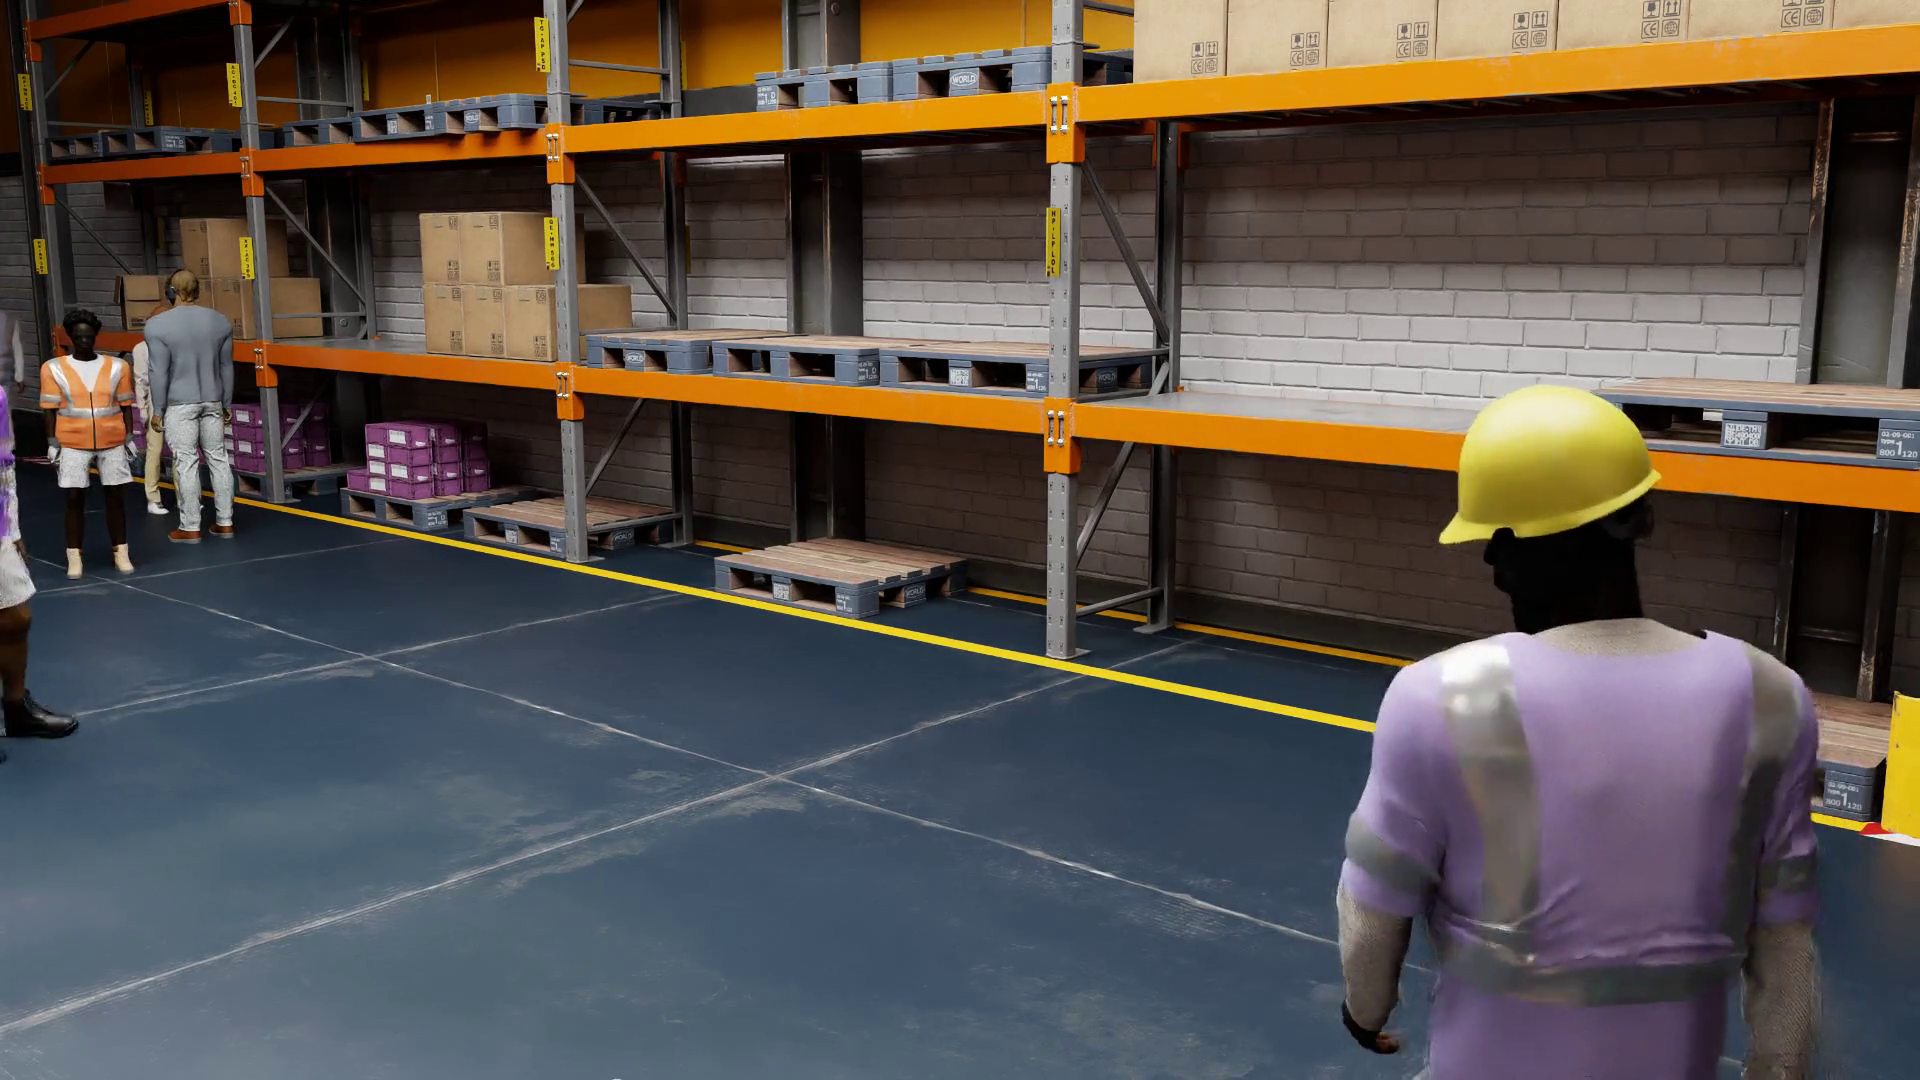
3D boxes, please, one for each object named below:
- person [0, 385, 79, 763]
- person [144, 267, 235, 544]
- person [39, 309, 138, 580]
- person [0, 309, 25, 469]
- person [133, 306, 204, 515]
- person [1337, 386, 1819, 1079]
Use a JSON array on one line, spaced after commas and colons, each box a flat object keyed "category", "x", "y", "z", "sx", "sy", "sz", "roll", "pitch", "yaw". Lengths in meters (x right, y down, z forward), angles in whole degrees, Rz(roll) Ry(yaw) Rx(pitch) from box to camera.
[{"category": "person", "x": -3.936, "y": -0.019, "z": 6.630, "sx": 0.442, "sy": 1.885, "sz": 0.675, "roll": 3, "pitch": 11, "yaw": 19}, {"category": "person", "x": -5.420, "y": -0.944, "z": 11.744, "sx": 0.372, "sy": 1.940, "sz": 0.632, "roll": 7, "pitch": 12, "yaw": 34}, {"category": "person", "x": -5.477, "y": -0.603, "z": 10.489, "sx": 0.540, "sy": 1.696, "sz": 0.317, "roll": -7, "pitch": 12, "yaw": -34}, {"category": "person", "x": -8.903, "y": -1.496, "z": 15.213, "sx": 0.426, "sy": 1.821, "sz": 0.617, "roll": 9, "pitch": 13, "yaw": 40}, {"category": "person", "x": -6.216, "y": -1.016, "z": 13.061, "sx": 0.284, "sy": 1.628, "sz": 0.502, "roll": 6, "pitch": 12, "yaw": 32}, {"category": "person", "x": 0.820, "y": 0.729, "z": 2.360, "sx": 0.617, "sy": 1.887, "sz": 0.525, "roll": -1, "pitch": 10, "yaw": -7}]
